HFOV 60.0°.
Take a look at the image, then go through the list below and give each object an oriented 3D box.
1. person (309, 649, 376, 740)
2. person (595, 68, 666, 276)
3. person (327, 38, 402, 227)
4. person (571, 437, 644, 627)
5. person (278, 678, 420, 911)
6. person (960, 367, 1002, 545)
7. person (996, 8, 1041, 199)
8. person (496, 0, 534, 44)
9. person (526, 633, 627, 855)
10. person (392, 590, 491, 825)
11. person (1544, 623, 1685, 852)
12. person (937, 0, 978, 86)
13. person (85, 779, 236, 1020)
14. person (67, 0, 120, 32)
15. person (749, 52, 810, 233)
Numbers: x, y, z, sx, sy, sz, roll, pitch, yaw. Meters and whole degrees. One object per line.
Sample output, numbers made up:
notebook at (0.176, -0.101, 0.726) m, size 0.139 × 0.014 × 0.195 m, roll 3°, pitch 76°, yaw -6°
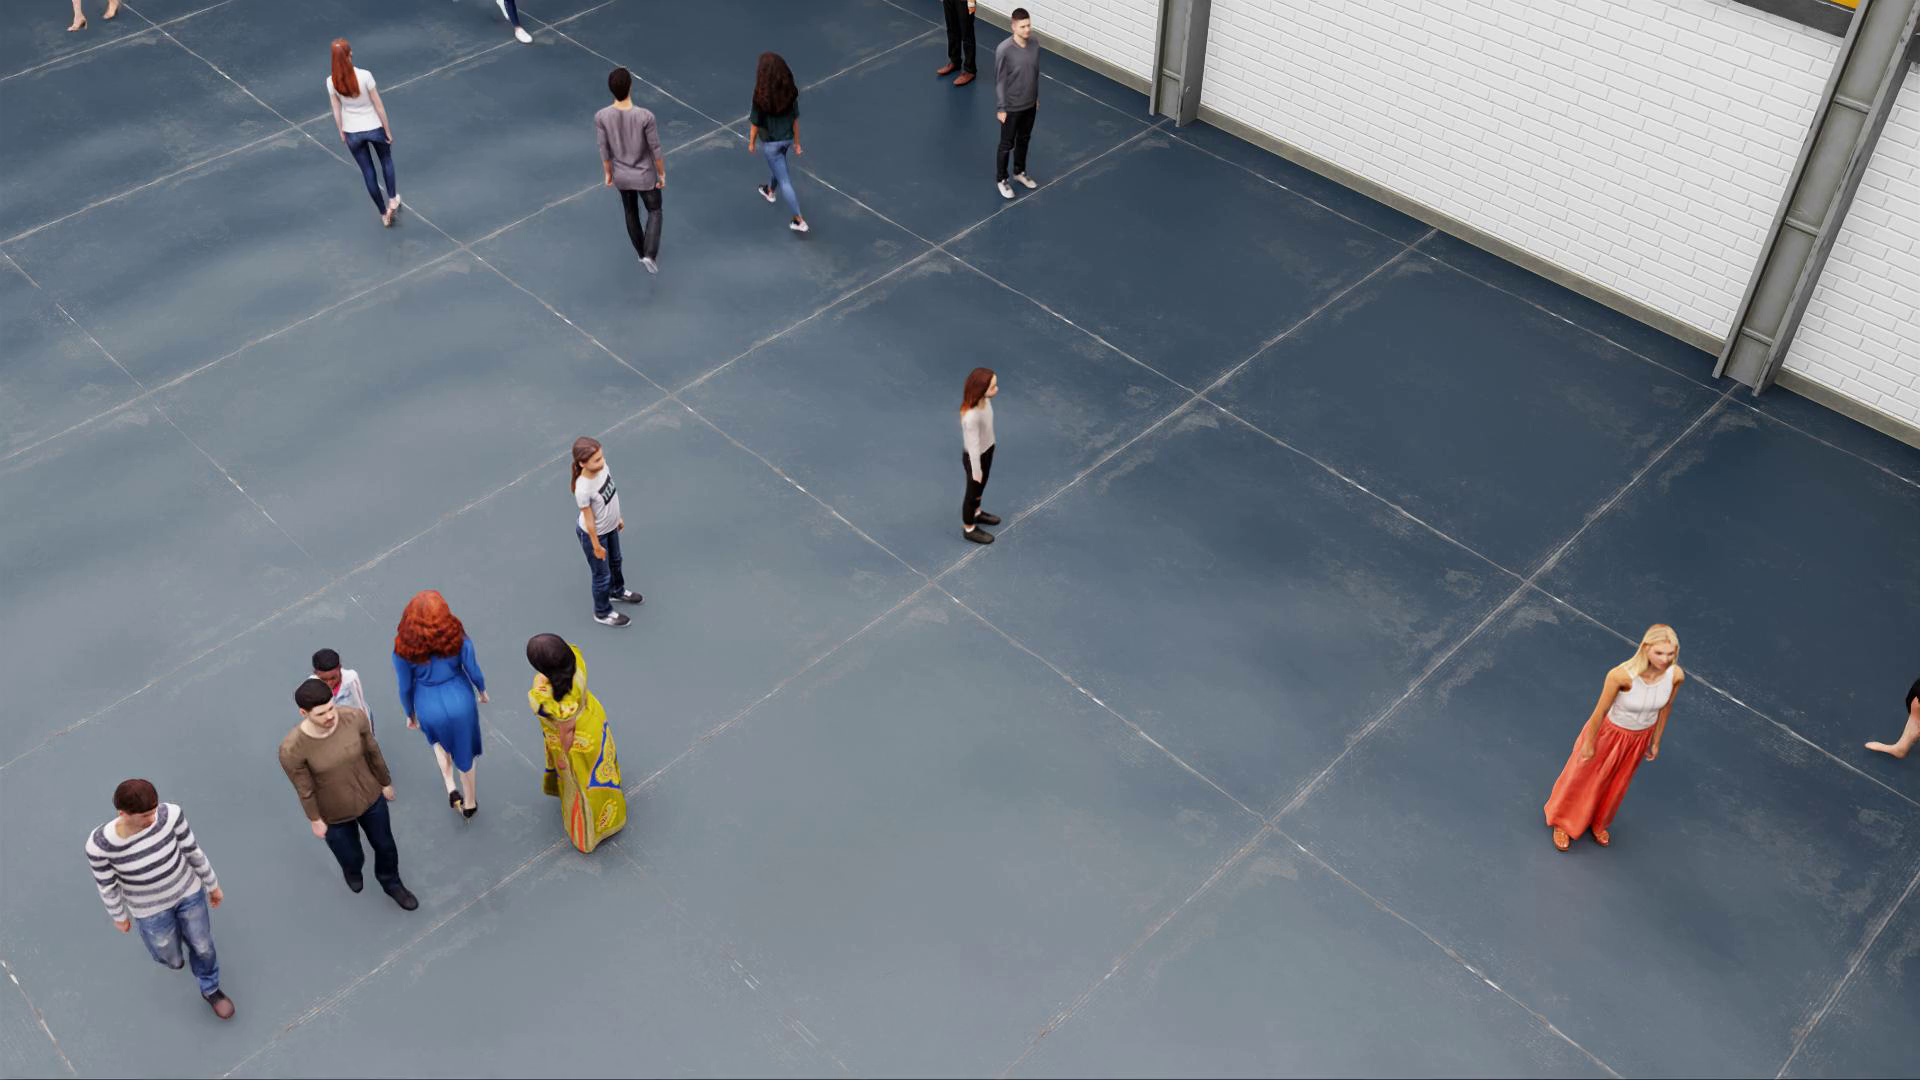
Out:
person at (-3.713, 1.055, 10.135) m, size 0.622 × 1.246 × 0.696 m, roll -6°, pitch 44°, yaw -6°
person at (-2.760, -3.057, 14.024) m, size 1.000 × 1.837 × 1.052 m, roll 1°, pitch 44°, yaw 1°
person at (-5.219, -3.524, 14.592) m, size 0.737 × 1.728 × 0.805 m, roll -11°, pitch 45°, yaw -12°
person at (-2.406, -0.082, 11.099) m, size 0.646 × 1.562 × 0.613 m, roll 11°, pitch 45°, yaw 11°
person at (-3.465, 1.412, 9.306) m, size 0.644 × 1.872 × 0.749 m, roll -34°, pitch 53°, yaw -30°
person at (0.114, -0.613, 11.715) m, size 0.645 × 1.483 × 0.631 m, roll 10°, pitch 45°, yaw 11°
person at (0.526, -3.967, 15.034) m, size 0.645 × 1.760 × 0.560 m, roll -28°, pitch 50°, yaw -26°
person at (-4.769, -6.049, 17.217) m, size 0.598 × 1.764 × 0.824 m, roll -34°, pitch 53°, yaw -31°
person at (-2.266, 1.120, 9.768) m, size 1.064 × 1.659 × 0.984 m, roll -3°, pitch 44°, yaw -3°
person at (-2.983, 1.073, 9.709) m, size 0.773 × 1.807 × 0.815 m, roll -9°, pitch 44°, yaw -10°
person at (3.822, 1.134, 9.649) m, size 0.728 × 1.802 × 0.772 m, roll -4°, pitch 44°, yaw -4°
person at (0.004, -5.444, 16.589) m, size 0.724 × 1.754 × 0.550 m, roll -30°, pitch 51°, yaw -28°
person at (-4.283, 1.849, 8.891) m, size 0.741 × 1.813 × 0.907 m, roll -28°, pitch 50°, yaw -26°
person at (-9.227, -6.300, 17.518) m, size 0.992 × 1.712 × 0.939 m, roll 12°, pitch 45°, yaw 12°
person at (-1.570, -3.453, 14.635) m, size 0.727 × 1.565 × 1.171 m, roll -26°, pitch 49°, yaw -25°
